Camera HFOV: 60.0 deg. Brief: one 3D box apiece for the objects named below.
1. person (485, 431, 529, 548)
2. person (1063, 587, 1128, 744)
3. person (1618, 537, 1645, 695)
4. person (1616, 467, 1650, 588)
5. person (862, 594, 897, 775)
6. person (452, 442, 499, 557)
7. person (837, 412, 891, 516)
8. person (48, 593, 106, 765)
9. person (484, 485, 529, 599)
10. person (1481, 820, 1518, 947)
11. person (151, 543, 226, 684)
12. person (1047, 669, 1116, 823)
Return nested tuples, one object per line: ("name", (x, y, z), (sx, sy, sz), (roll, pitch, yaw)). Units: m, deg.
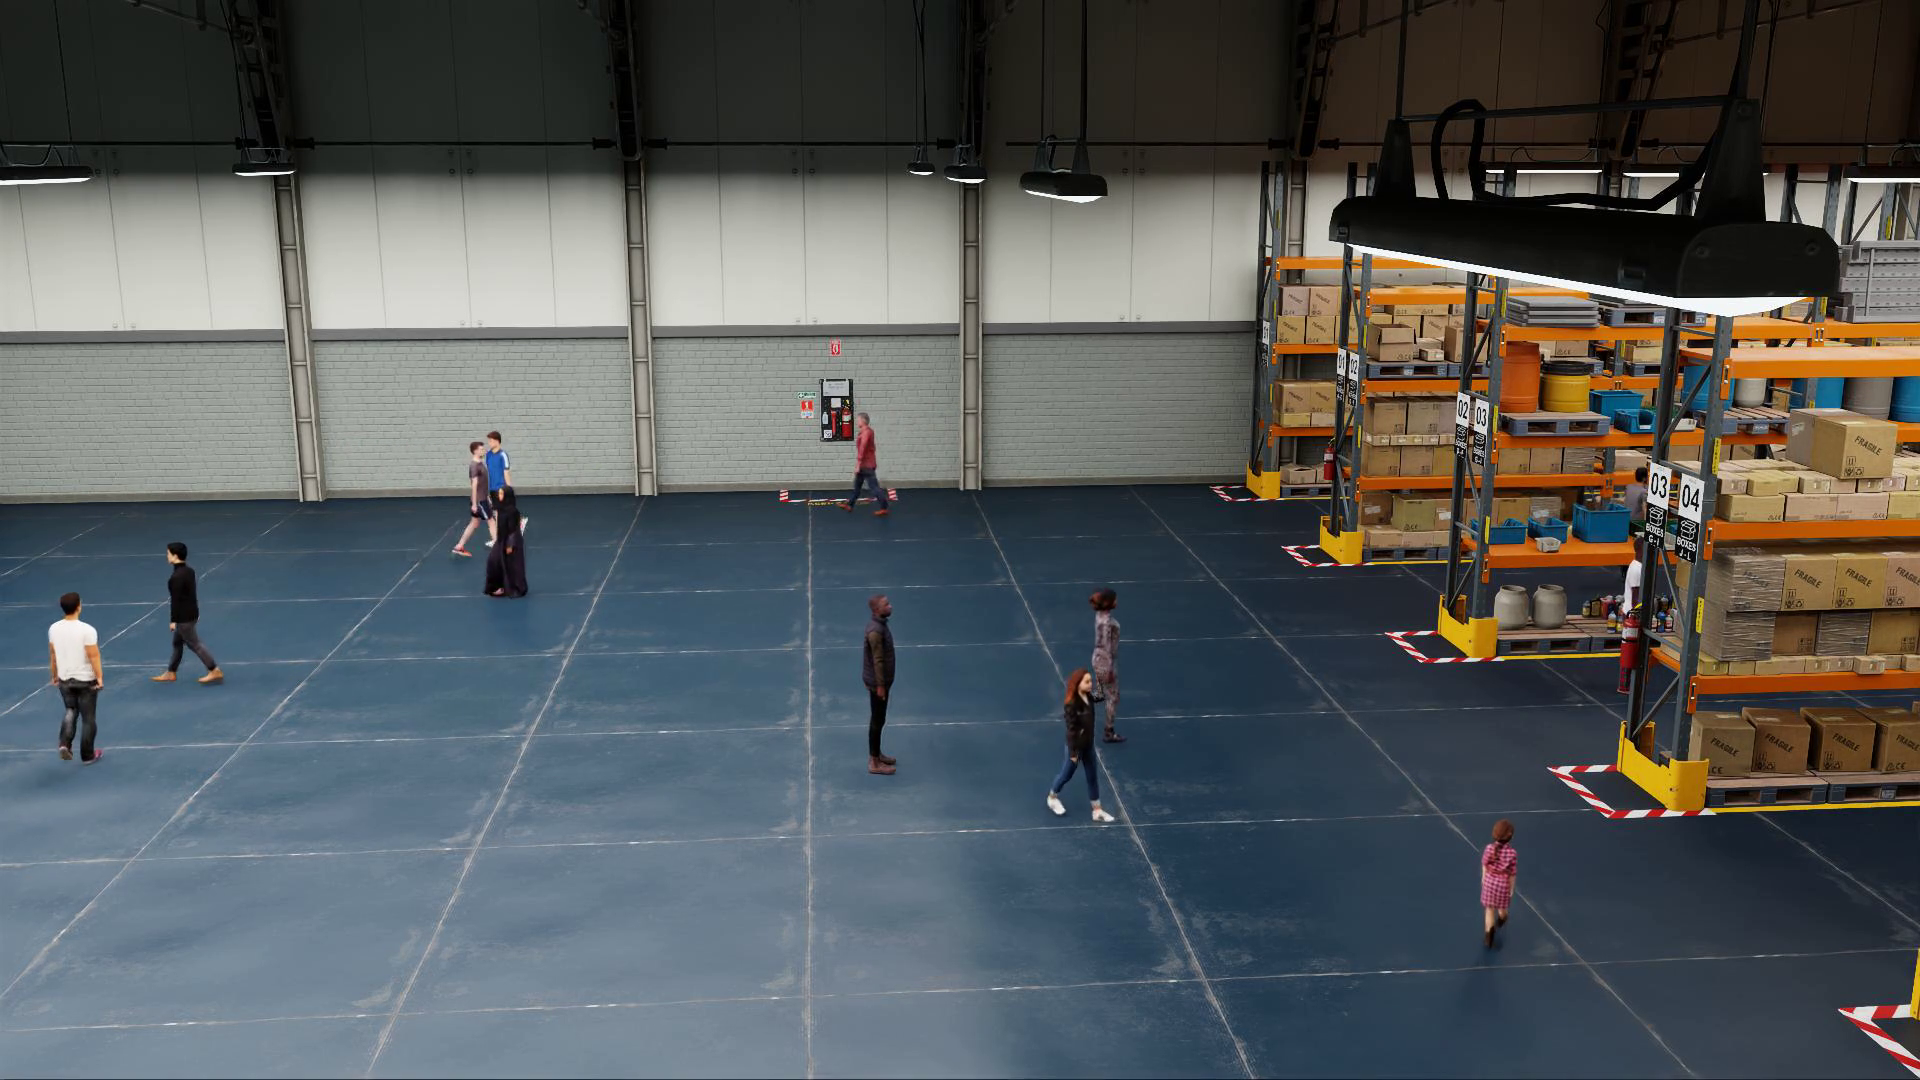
("person", (-7.280, -0.829, 26.560), (1.162, 1.840, 1.183), (10, 16, 36))
("person", (1.444, 1.333, 17.527), (0.898, 1.701, 0.587), (0, 13, -2))
("person", (7.822, 0.858, 19.285), (0.723, 1.835, 0.735), (6, 14, 25))
("person", (9.667, -0.186, 23.998), (0.700, 1.742, 0.709), (-5, 14, -19))
("person", (-0.820, 1.432, 16.805), (0.598, 1.835, 0.716), (0, 13, 2))
("person", (-7.468, -0.581, 25.550), (1.167, 1.811, 0.689), (-2, 13, -7))
("person", (-1.509, -1.263, 28.578), (1.270, 1.775, 0.895), (2, 13, 8))
("person", (-9.015, 1.438, 16.873), (0.696, 1.793, 0.754), (0, 13, 0))
("person", (-6.278, 0.016, 23.429), (0.967, 1.606, 0.880), (-12, 17, -41))
("person", (4.228, 2.715, 13.119), (0.726, 0.999, 0.690), (6, 14, 23))
("person", (-9.010, 0.890, 19.481), (1.073, 1.684, 0.704), (-2, 13, -8))
("person", (1.057, 1.914, 15.574), (1.019, 1.451, 0.965), (11, 17, 39))
